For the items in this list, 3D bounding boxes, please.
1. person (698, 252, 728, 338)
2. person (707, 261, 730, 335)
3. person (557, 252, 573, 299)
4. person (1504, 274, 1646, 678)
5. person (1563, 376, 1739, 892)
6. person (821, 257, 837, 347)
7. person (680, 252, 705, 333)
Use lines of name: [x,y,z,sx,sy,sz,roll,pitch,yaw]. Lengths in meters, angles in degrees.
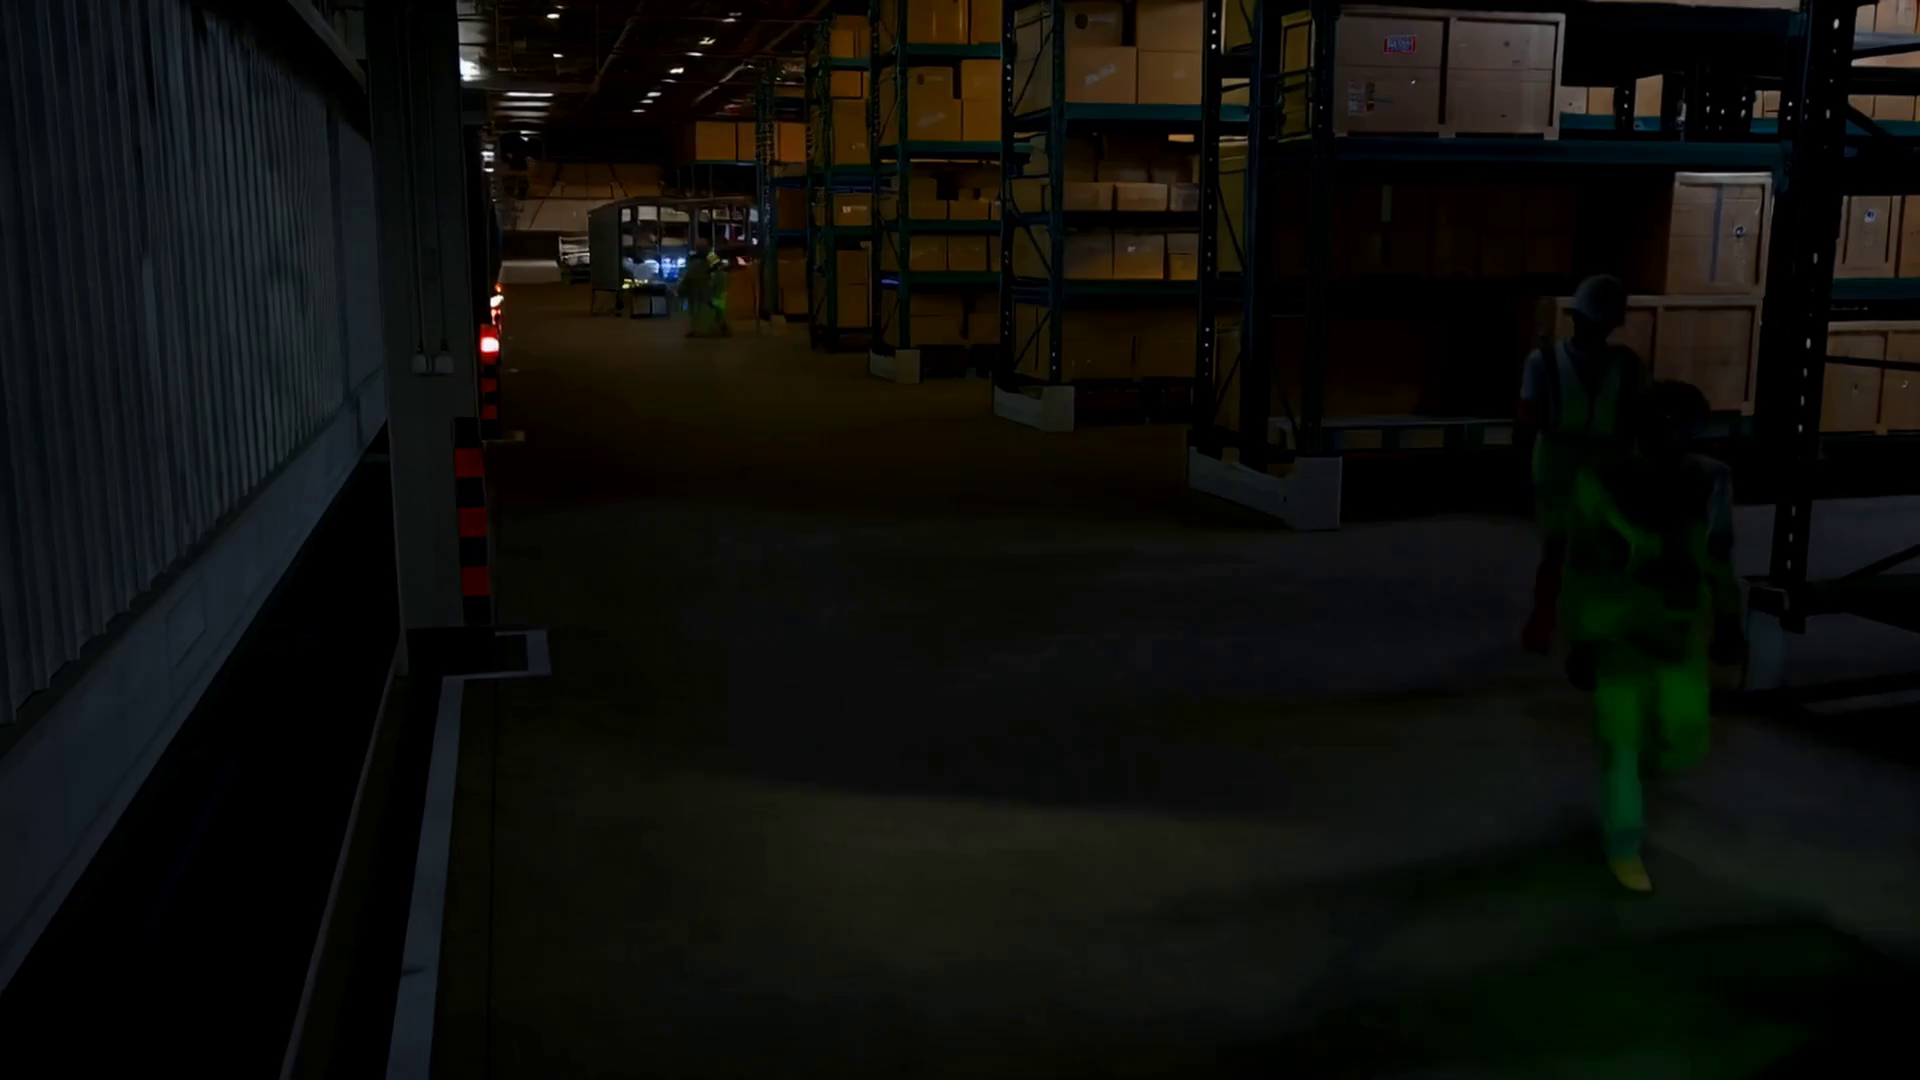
person: [-5.446,-5.418,36.858,0.921,1.879,0.542,7,12,36]
person: [-5.537,-5.548,38.147,0.495,1.696,0.914,-3,10,-17]
person: [-15.280,-10.207,64.276,0.604,1.784,0.922,-6,11,-29]
person: [2.877,-0.284,7.765,0.685,1.892,0.549,1,10,6]
person: [2.186,0.271,5.375,0.538,1.621,0.549,0,10,-1]
person: [-2.681,-4.807,33.603,0.443,1.809,0.593,-3,11,-19]
person: [-6.319,-5.754,38.779,0.772,1.880,0.670,-9,13,-41]
